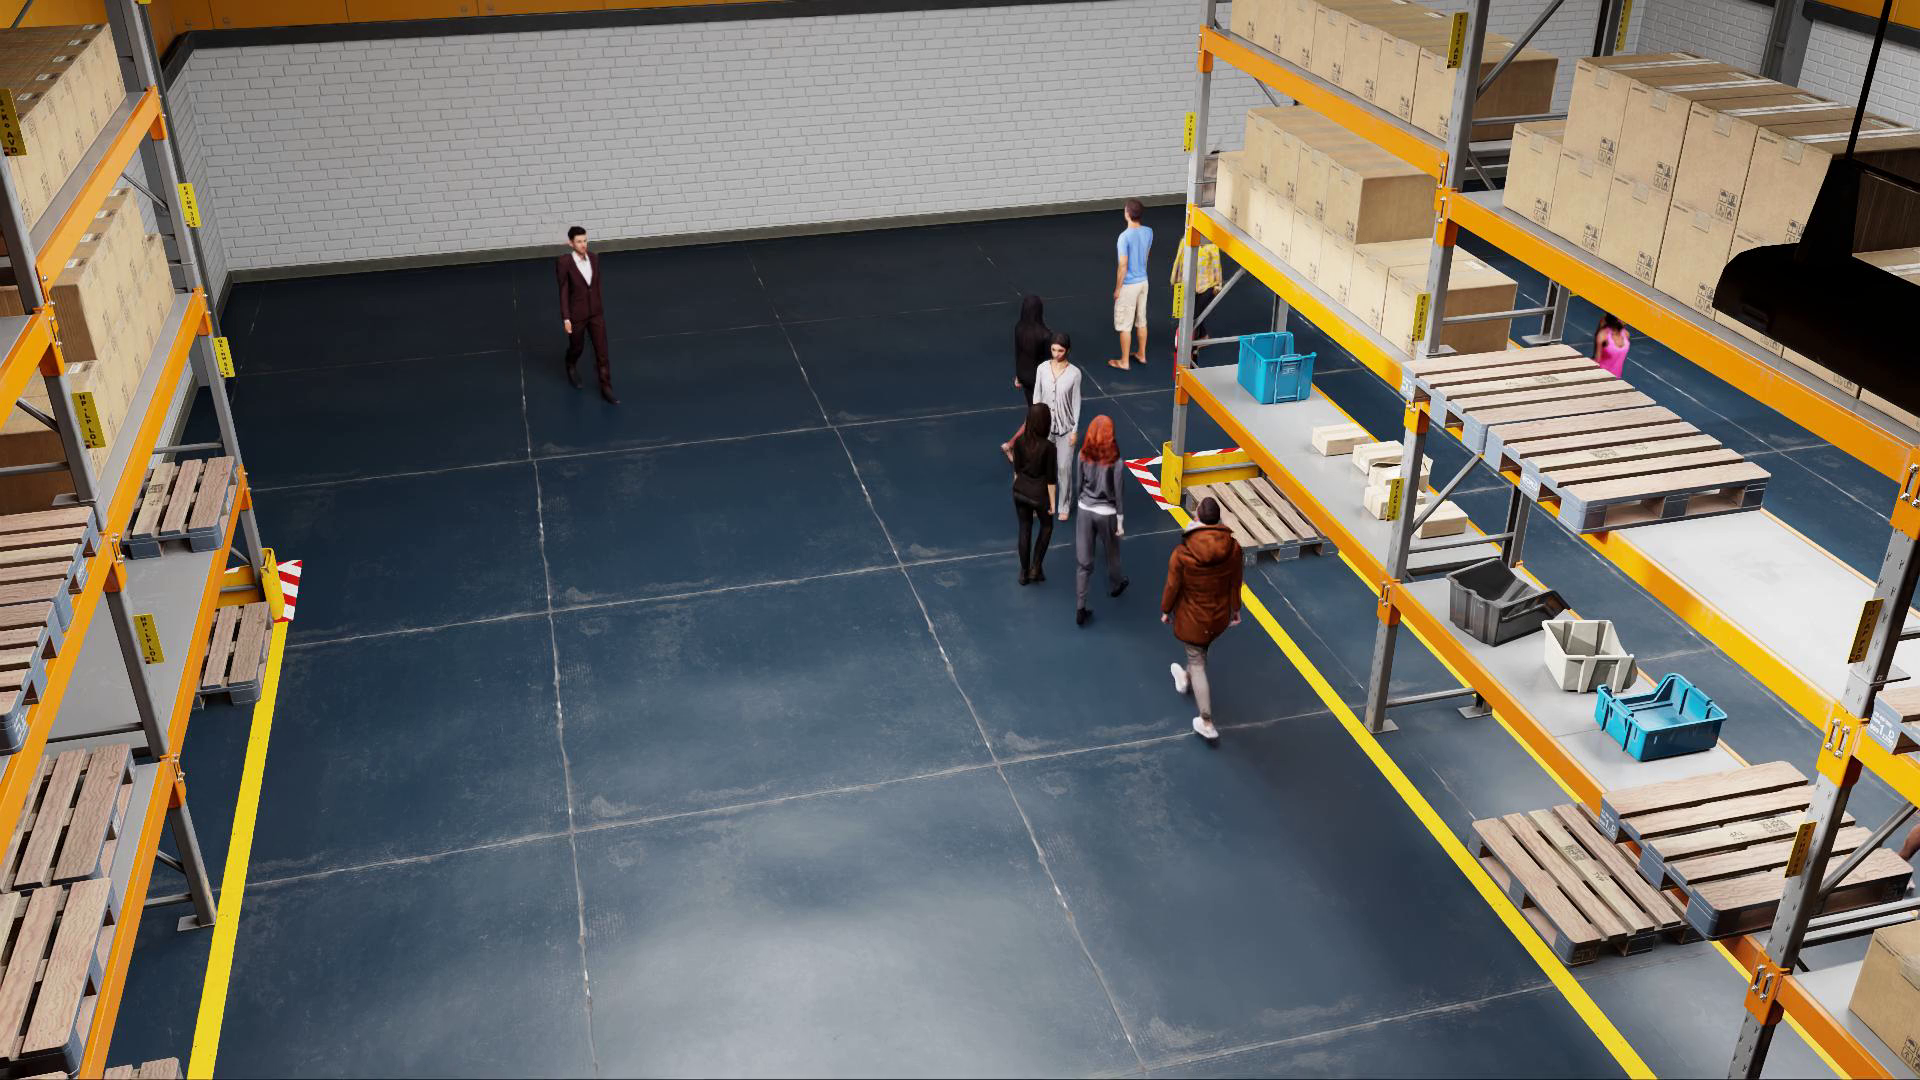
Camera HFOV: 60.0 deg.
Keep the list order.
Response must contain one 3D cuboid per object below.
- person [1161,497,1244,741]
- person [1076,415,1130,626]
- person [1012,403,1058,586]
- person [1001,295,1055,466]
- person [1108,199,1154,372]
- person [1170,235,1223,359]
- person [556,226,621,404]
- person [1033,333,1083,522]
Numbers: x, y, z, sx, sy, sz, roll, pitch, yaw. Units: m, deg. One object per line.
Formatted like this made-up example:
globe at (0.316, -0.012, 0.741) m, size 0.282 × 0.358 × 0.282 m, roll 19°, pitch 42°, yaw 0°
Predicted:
person at (1.771, 0.596, 11.948) m, size 0.756 × 1.790 × 1.142 m, roll -9°, pitch 30°, yaw -16°
person at (1.076, -0.124, 13.315) m, size 1.013 × 1.745 × 1.082 m, roll 15°, pitch 32°, yaw 25°
person at (0.567, -0.333, 13.818) m, size 0.711 × 1.629 × 0.764 m, roll 12°, pitch 31°, yaw 21°
person at (0.638, -1.490, 15.866) m, size 0.988 × 1.699 × 1.045 m, roll -26°, pitch 38°, yaw -38°
person at (1.874, -2.776, 18.053) m, size 0.727 × 1.862 × 0.707 m, roll -22°, pitch 36°, yaw -35°
person at (2.652, -2.800, 18.364) m, size 1.127 × 1.607 × 1.118 m, roll 22°, pitch 36°, yaw 35°
person at (-3.967, -2.377, 17.343) m, size 1.006 × 1.843 × 1.306 m, roll -20°, pitch 35°, yaw -32°
person at (0.866, -1.032, 14.946) m, size 0.677 × 1.776 × 0.701 m, roll 8°, pitch 30°, yaw 14°
